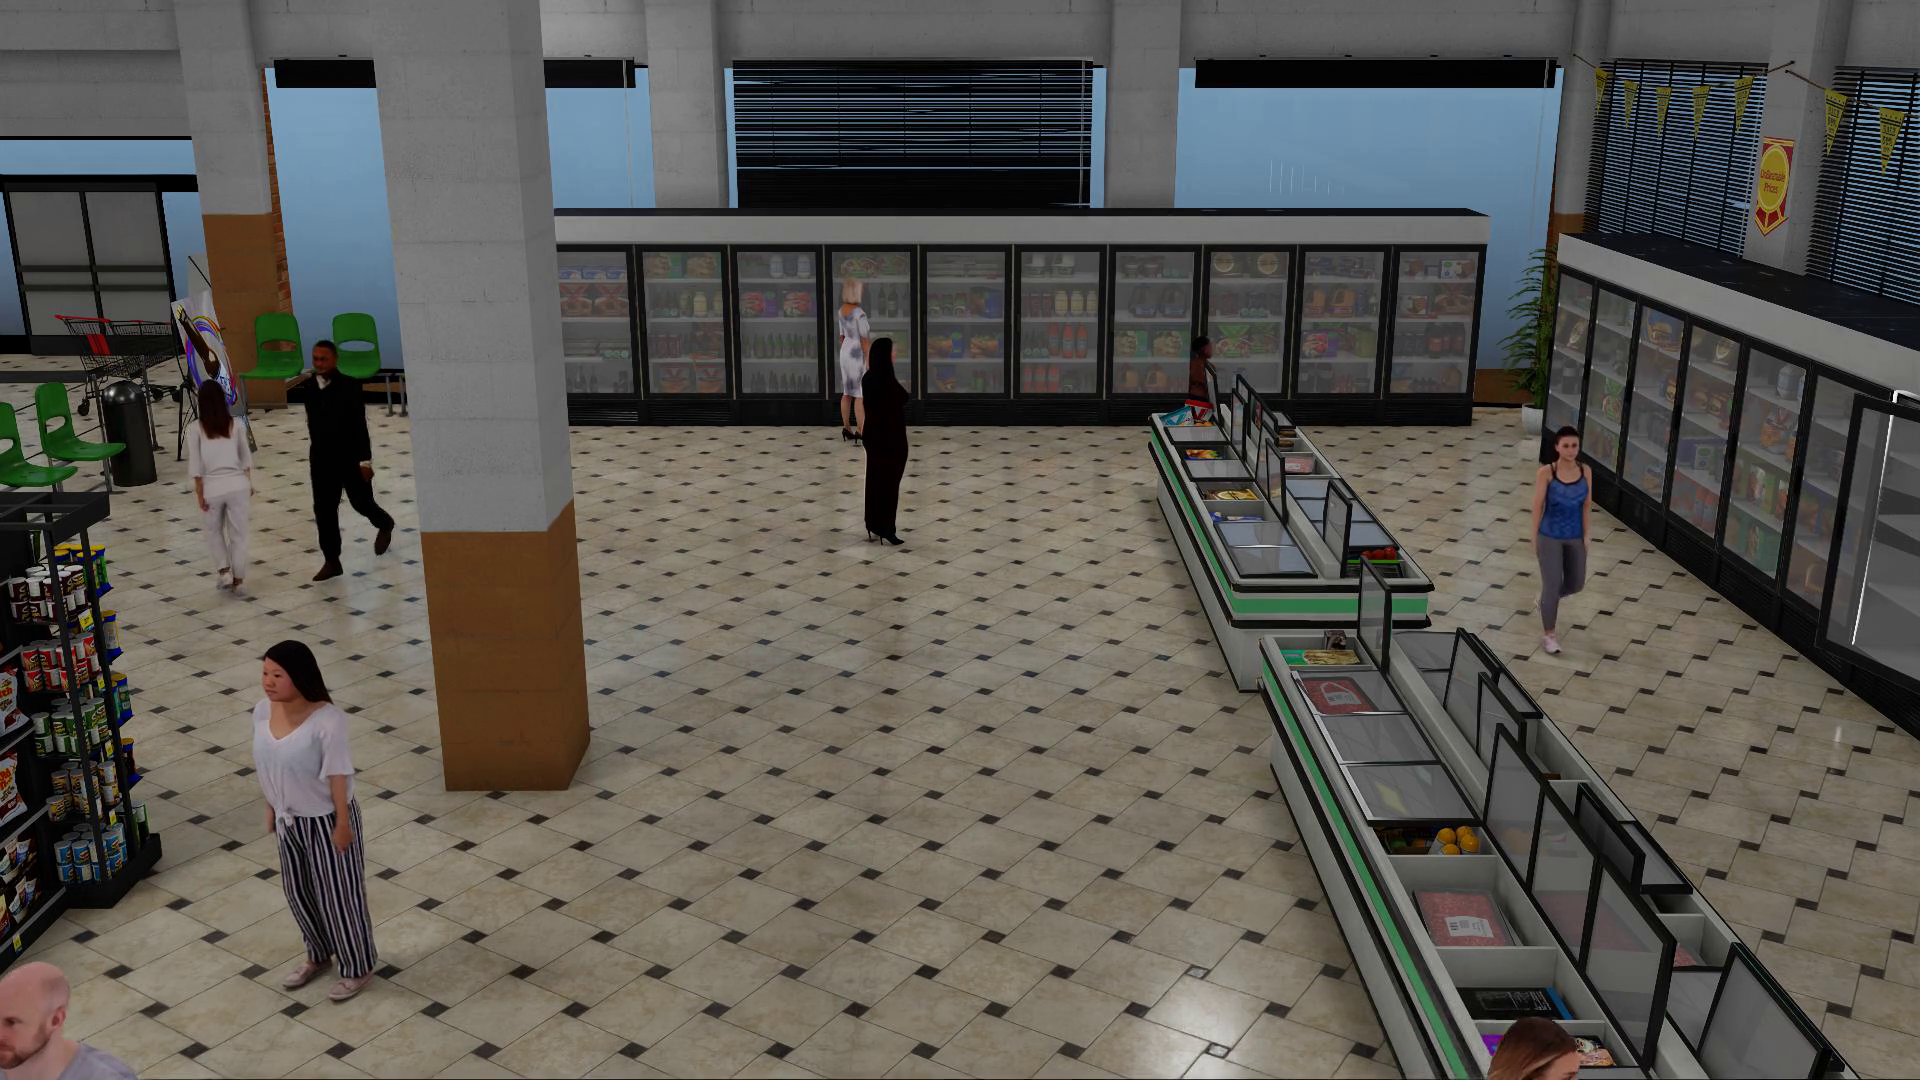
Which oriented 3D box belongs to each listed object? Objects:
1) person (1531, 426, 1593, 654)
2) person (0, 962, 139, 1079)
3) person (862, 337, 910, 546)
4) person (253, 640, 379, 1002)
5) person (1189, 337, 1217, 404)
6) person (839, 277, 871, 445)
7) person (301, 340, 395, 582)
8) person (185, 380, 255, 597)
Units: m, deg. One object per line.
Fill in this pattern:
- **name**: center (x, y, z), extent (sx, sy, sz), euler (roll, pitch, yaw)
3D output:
- **person**: center (4.172, -0.022, 11.624), extent (0.609, 1.593, 0.799), euler (-2, 17, -5)
- **person**: center (-2.401, 1.987, 4.685), extent (0.864, 1.782, 1.241), euler (3, 17, 11)
- **person**: center (-0.649, -0.841, 14.039), extent (0.827, 1.757, 0.713), euler (-9, 19, -27)
- **person**: center (-2.866, 1.221, 7.382), extent (0.776, 1.680, 0.779), euler (8, 19, 26)
- **person**: center (2.444, -1.439, 16.876), extent (0.649, 1.253, 0.551), euler (-10, 19, -29)
- **person**: center (-1.114, -1.896, 17.522), extent (0.692, 1.752, 0.631), euler (-16, 23, -42)
- **person**: center (-4.874, -0.656, 13.238), extent (0.864, 1.868, 1.301), euler (3, 17, 10)
- **person**: center (-5.577, -0.375, 12.640), extent (0.711, 1.678, 0.738), euler (-10, 20, -30)
